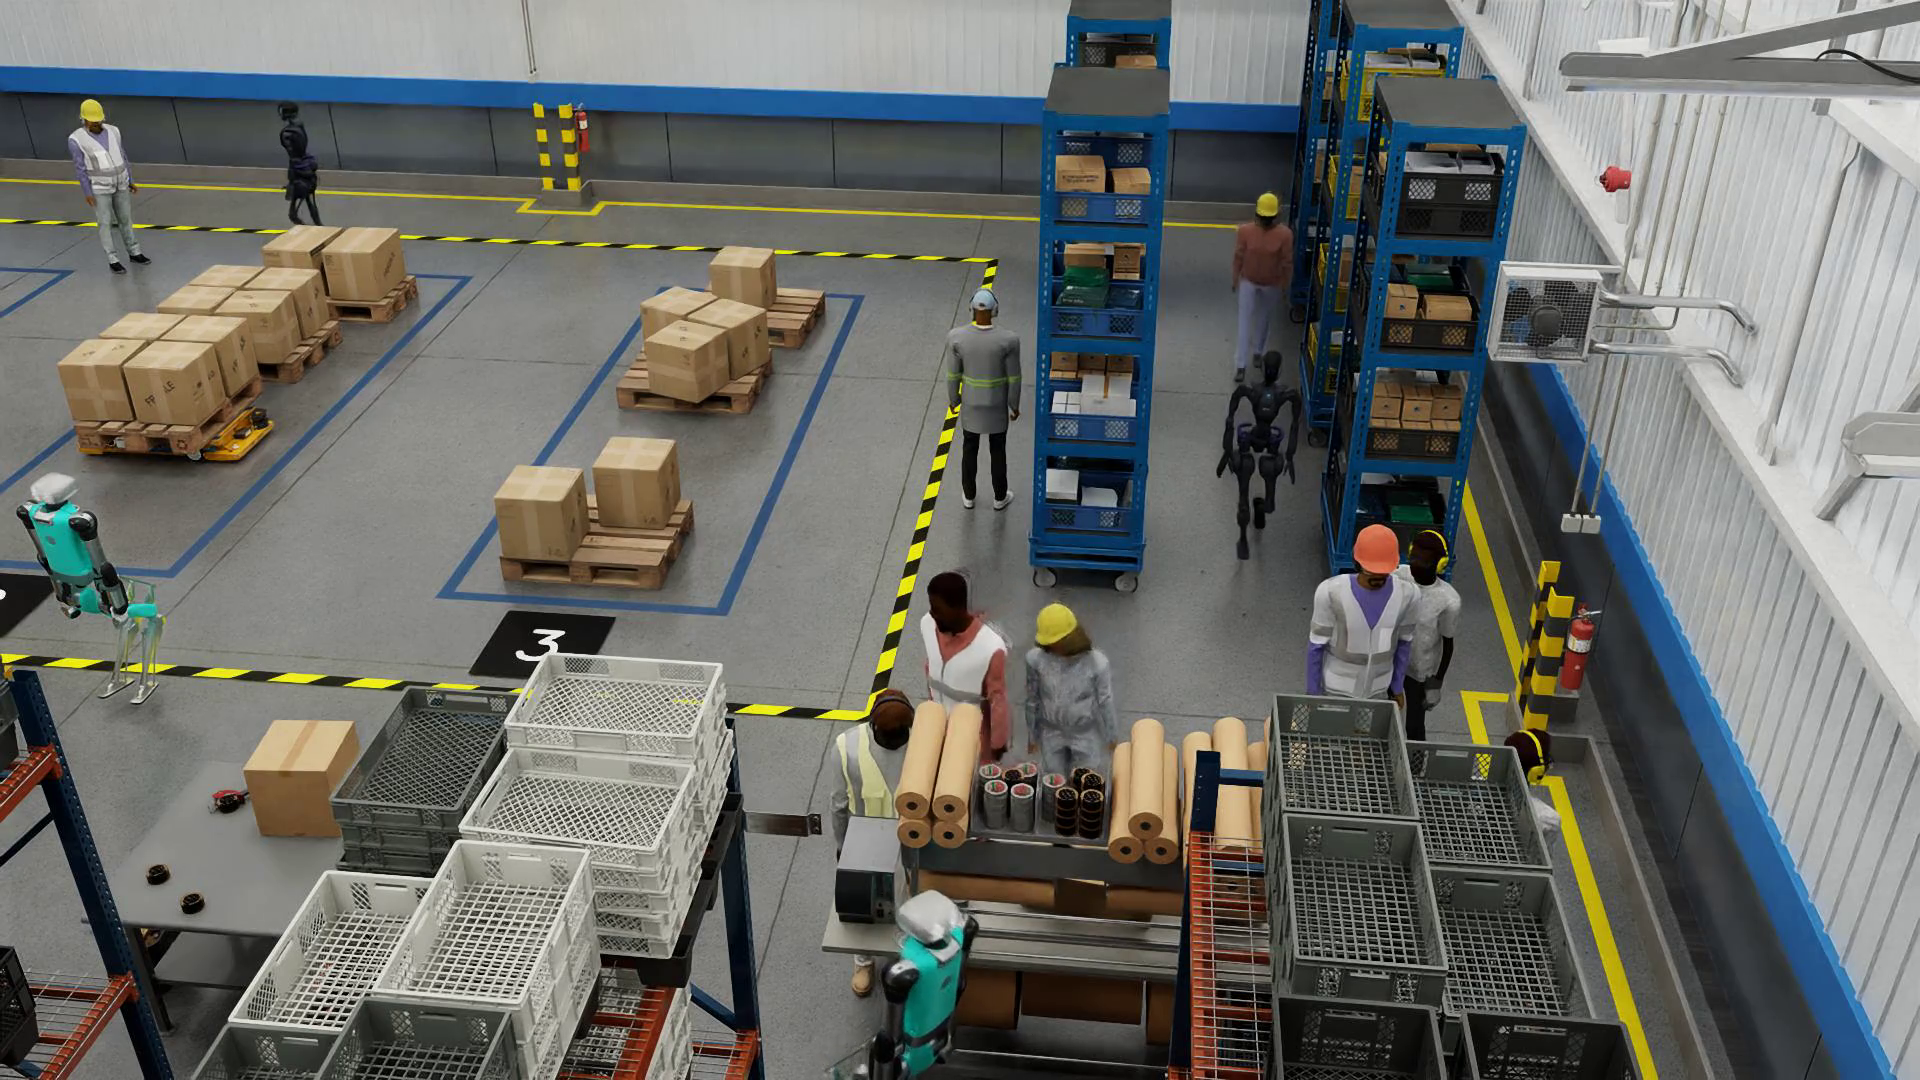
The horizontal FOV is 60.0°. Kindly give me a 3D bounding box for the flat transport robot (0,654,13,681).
[{"bbox_3d":[-7.142,0.969,11.010,1.431,0.231,0.659,3,30,6],"label":"flat transport robot"}]

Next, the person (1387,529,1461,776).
[{"bbox_3d":[2.622,0.760,9.772,0.329,1.876,0.509,-22,37,-33],"label":"person"}]

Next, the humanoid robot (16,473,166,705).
[{"bbox_3d":[-5.439,0.255,10.648,0.533,1.671,0.735,9,31,16],"label":"humanoid robot"}]

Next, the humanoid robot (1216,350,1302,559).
[{"bbox_3d":[2.222,-0.692,12.471,0.585,1.632,0.561,2,30,4],"label":"humanoid robot"}]

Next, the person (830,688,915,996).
[{"bbox_3d":[-0.344,1.535,8.477,0.623,1.840,0.429,-3,30,-6],"label":"person"}]

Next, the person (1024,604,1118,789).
[{"bbox_3d":[0.622,1.089,9.364,0.561,1.712,0.390,6,31,10],"label":"person"}]

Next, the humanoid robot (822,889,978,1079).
[{"bbox_3d":[-0.383,2.208,7.470,0.883,1.832,0.558,23,37,33],"label":"humanoid robot"}]

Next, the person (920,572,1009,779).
[{"bbox_3d":[0.063,0.981,9.391,0.596,1.885,0.699,24,38,35],"label":"person"}]

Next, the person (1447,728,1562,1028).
[{"bbox_3d":[2.627,1.709,8.152,0.530,1.863,0.309,21,36,32],"label":"person"}]

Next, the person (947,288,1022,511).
[{"bbox_3d":[0.195,-1.096,12.982,0.586,1.852,0.384,5,31,8],"label":"person"}]

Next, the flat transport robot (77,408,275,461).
[{"bbox_3d":[-6.728,-0.944,14.268,1.431,0.197,0.652,3,30,6],"label":"flat transport robot"}]

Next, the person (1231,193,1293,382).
[{"bbox_3d":[2.738,-2.300,15.162,0.544,1.729,0.849,6,31,10],"label":"person"}]

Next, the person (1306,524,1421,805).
[{"bbox_3d":[2.275,0.811,9.519,0.607,2.044,0.367,-2,30,-4],"label":"person"}]

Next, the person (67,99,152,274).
[{"bbox_3d":[-8.980,-3.741,17.554,0.404,1.823,0.586,17,34,27],"label":"person"}]

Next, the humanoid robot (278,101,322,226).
[{"bbox_3d":[-7.152,-3.953,18.060,0.363,1.646,0.600,-2,30,-3],"label":"humanoid robot"}]
